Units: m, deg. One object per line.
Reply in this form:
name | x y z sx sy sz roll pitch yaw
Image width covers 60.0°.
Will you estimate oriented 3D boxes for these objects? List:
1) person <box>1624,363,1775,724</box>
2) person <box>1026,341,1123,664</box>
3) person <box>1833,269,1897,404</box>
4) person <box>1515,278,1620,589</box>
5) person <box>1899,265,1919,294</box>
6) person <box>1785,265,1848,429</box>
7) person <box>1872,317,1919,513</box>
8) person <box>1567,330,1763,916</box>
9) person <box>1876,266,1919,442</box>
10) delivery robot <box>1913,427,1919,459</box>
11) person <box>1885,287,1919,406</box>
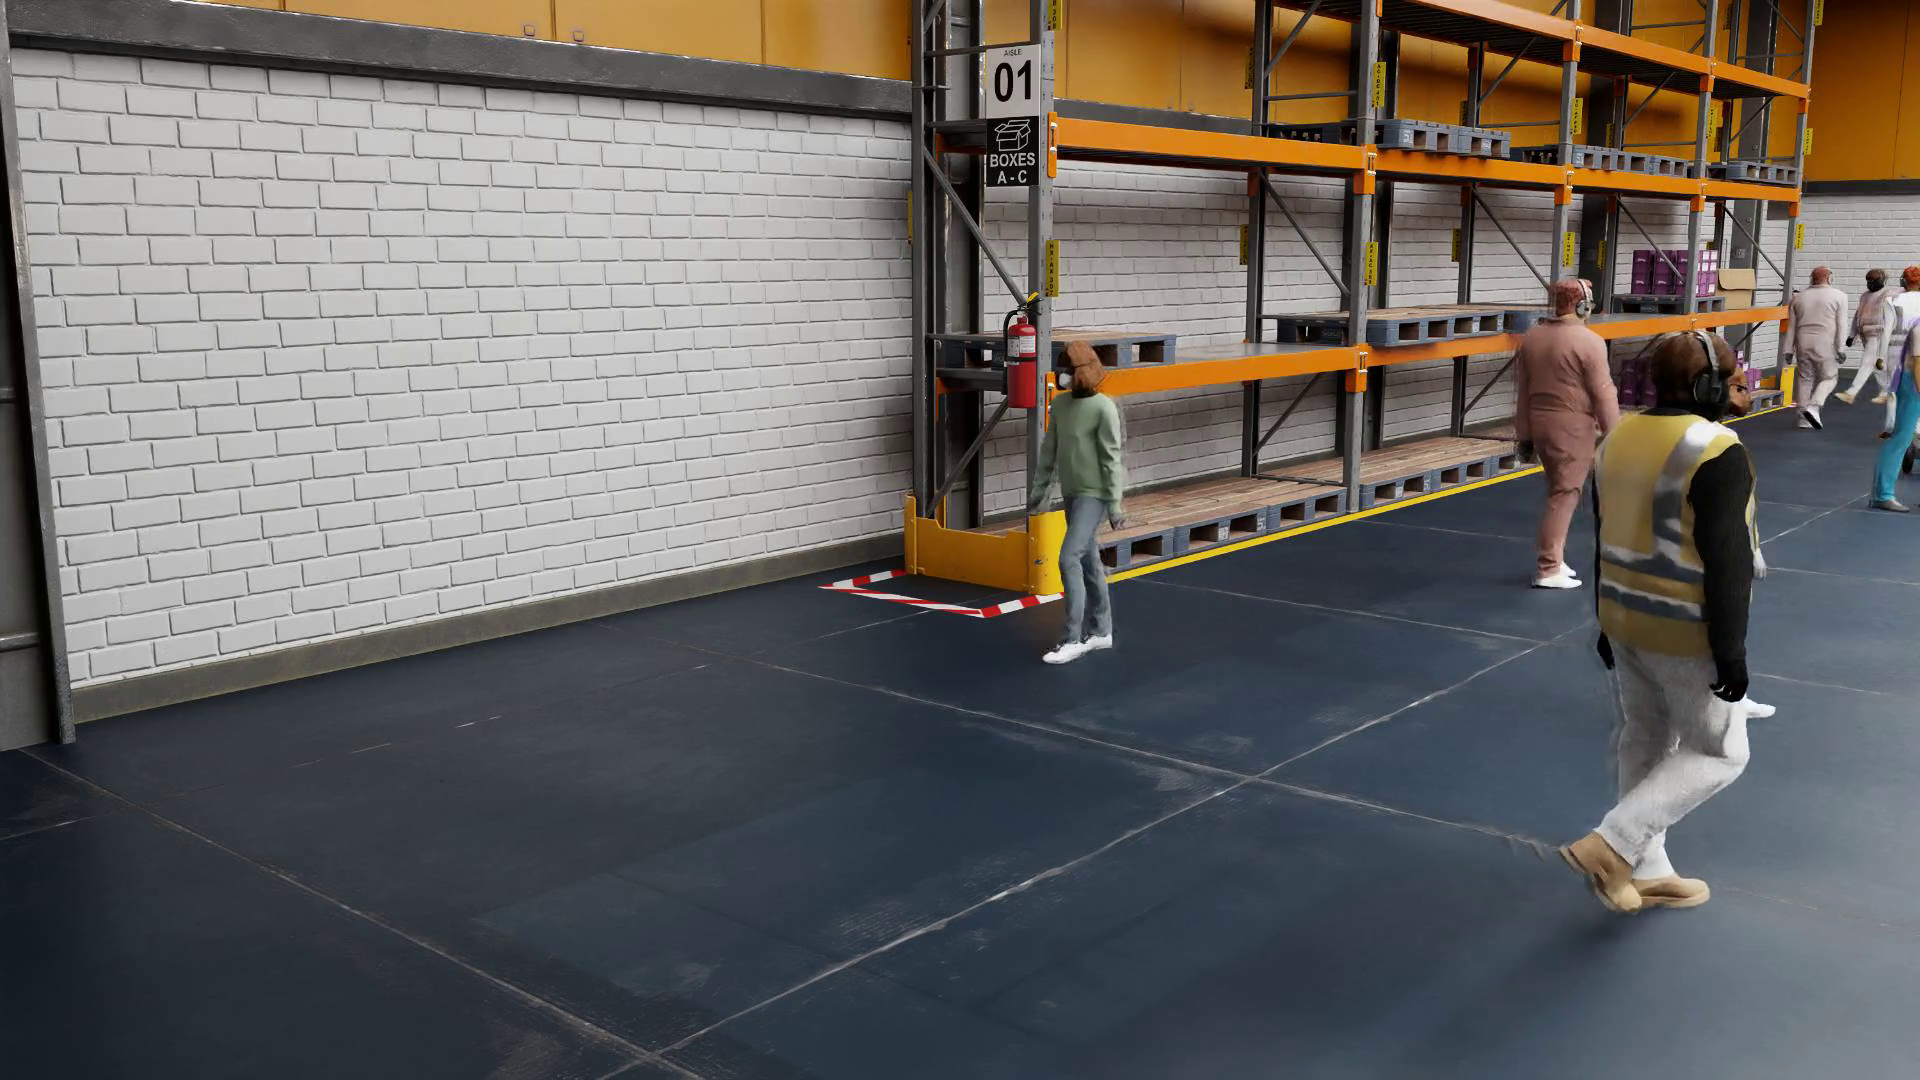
person | 3.251 0.033 7.122 0.772 1.600 0.534 1 10 8
person | 0.548 -0.188 8.386 0.664 1.612 0.519 -5 11 -27
person | 12.097 -2.697 22.133 0.911 1.790 0.624 0 10 -2
person | 3.773 -0.636 10.140 0.594 1.890 0.654 -3 10 -18
person | 12.933 -2.779 22.407 0.608 1.868 1.018 7 12 35
person | 9.778 -2.194 19.042 0.553 1.877 0.670 -8 13 -40
person | 7.566 -1.094 12.963 0.631 1.806 0.726 -6 12 -31
person | 2.147 0.280 5.089 0.499 1.829 0.642 -2 10 -12
person | 10.157 -1.988 17.844 0.585 1.882 0.337 2 10 9
delivery robot | 8.879 -0.885 15.078 0.477 0.478 0.707 4 11 22
person | 12.182 -2.518 21.140 0.608 1.790 0.844 1 10 5
